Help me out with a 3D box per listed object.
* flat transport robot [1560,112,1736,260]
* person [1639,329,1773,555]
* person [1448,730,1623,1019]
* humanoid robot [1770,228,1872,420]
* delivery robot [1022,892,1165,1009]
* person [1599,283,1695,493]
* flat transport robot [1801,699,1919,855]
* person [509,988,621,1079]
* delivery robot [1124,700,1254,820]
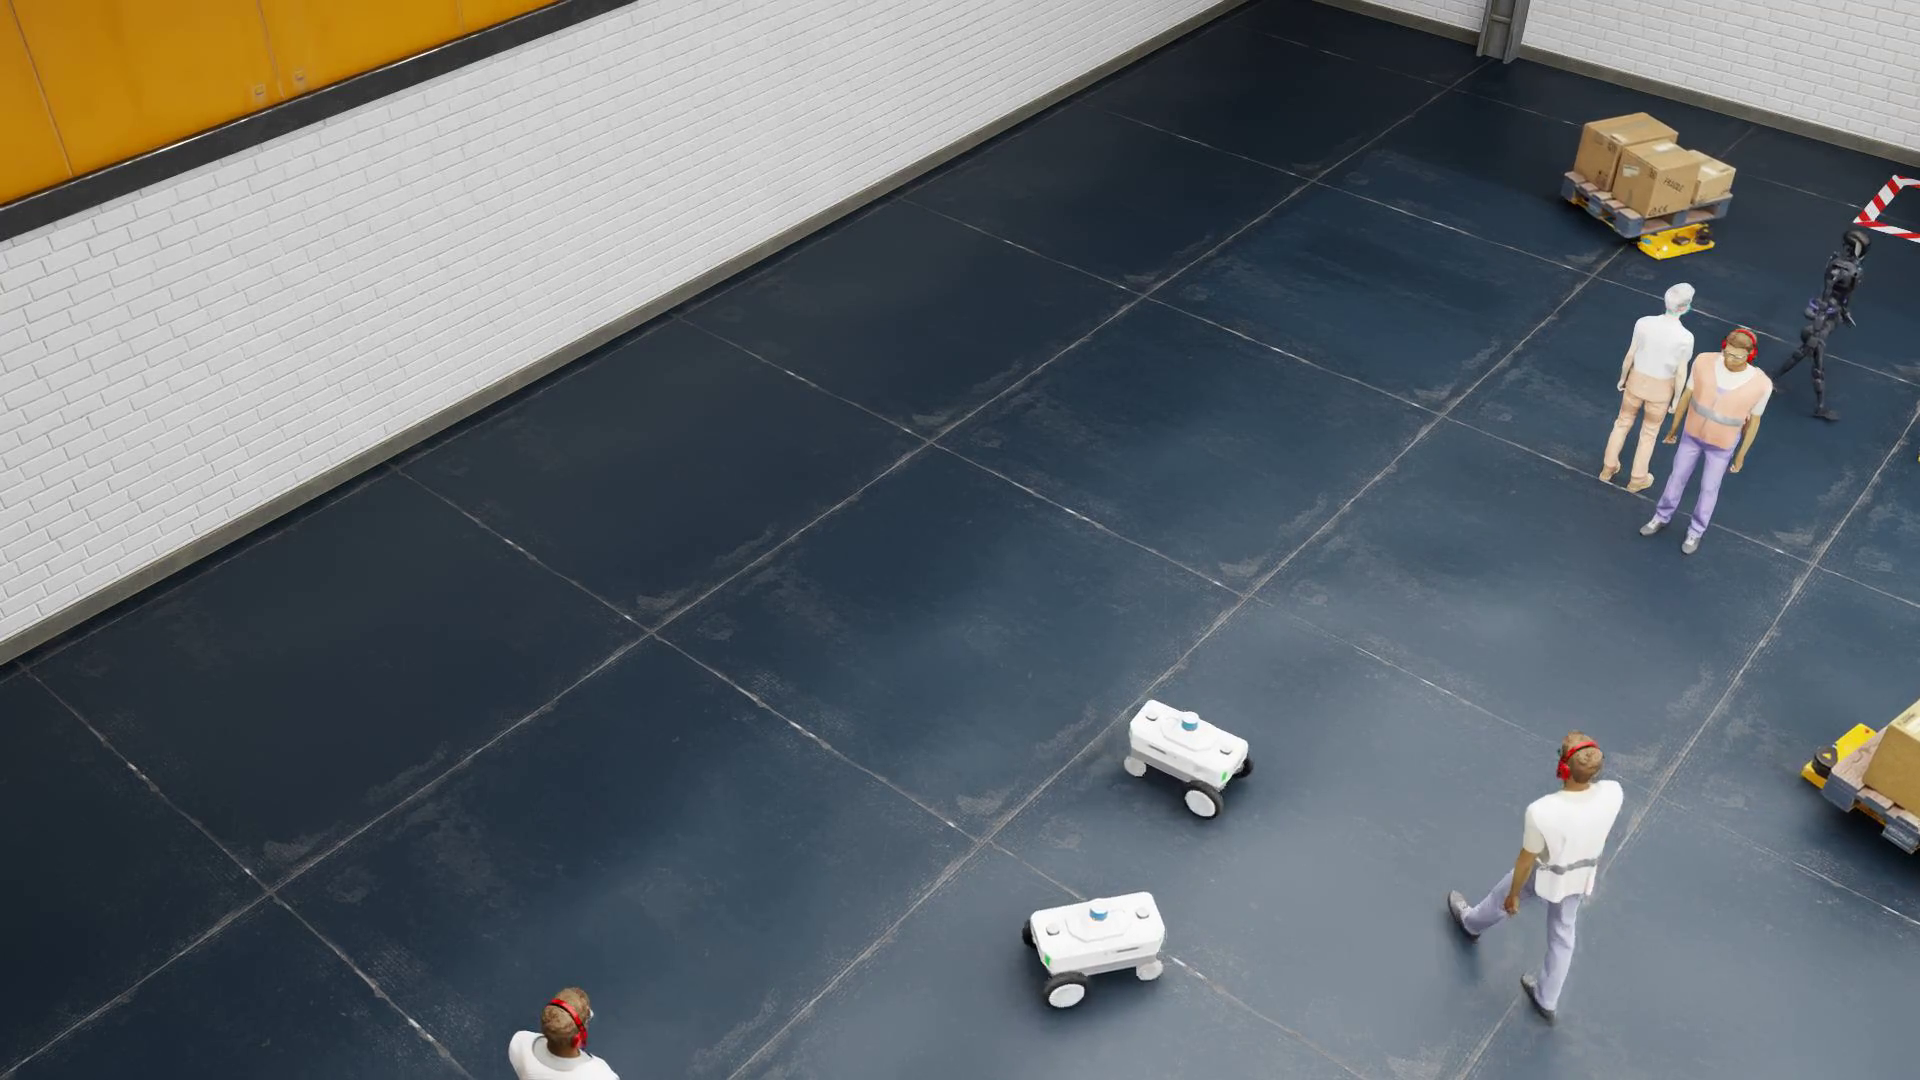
[{"bbox_3d":[6.619,-3.180,16.234,0.659,0.231,1.431,-14,41,-17],"label":"flat transport robot"},{"bbox_3d":[5.388,-0.734,11.943,0.568,1.840,0.373,31,48,32],"label":"person"},{"bbox_3d":[3.122,1.706,8.945,0.579,1.798,0.937,-10,40,-12],"label":"person"},{"bbox_3d":[7.027,-1.776,13.405,0.598,1.628,0.771,-30,48,-32],"label":"humanoid robot"},{"bbox_3d":[0.740,2.243,9.289,0.812,0.614,0.499,-8,40,-10],"label":"delivery robot"},{"bbox_3d":[5.203,-1.152,12.539,0.483,1.744,0.309,31,48,33],"label":"person"},{"bbox_3d":[6.026,1.667,10.218,0.659,0.231,1.431,-25,45,-28],"label":"flat transport robot"},{"bbox_3d":[-1.738,2.729,7.657,0.566,1.832,0.409,17,42,20],"label":"person"},{"bbox_3d":[1.419,1.320,10.414,0.777,0.587,0.499,23,44,26],"label":"delivery robot"}]
